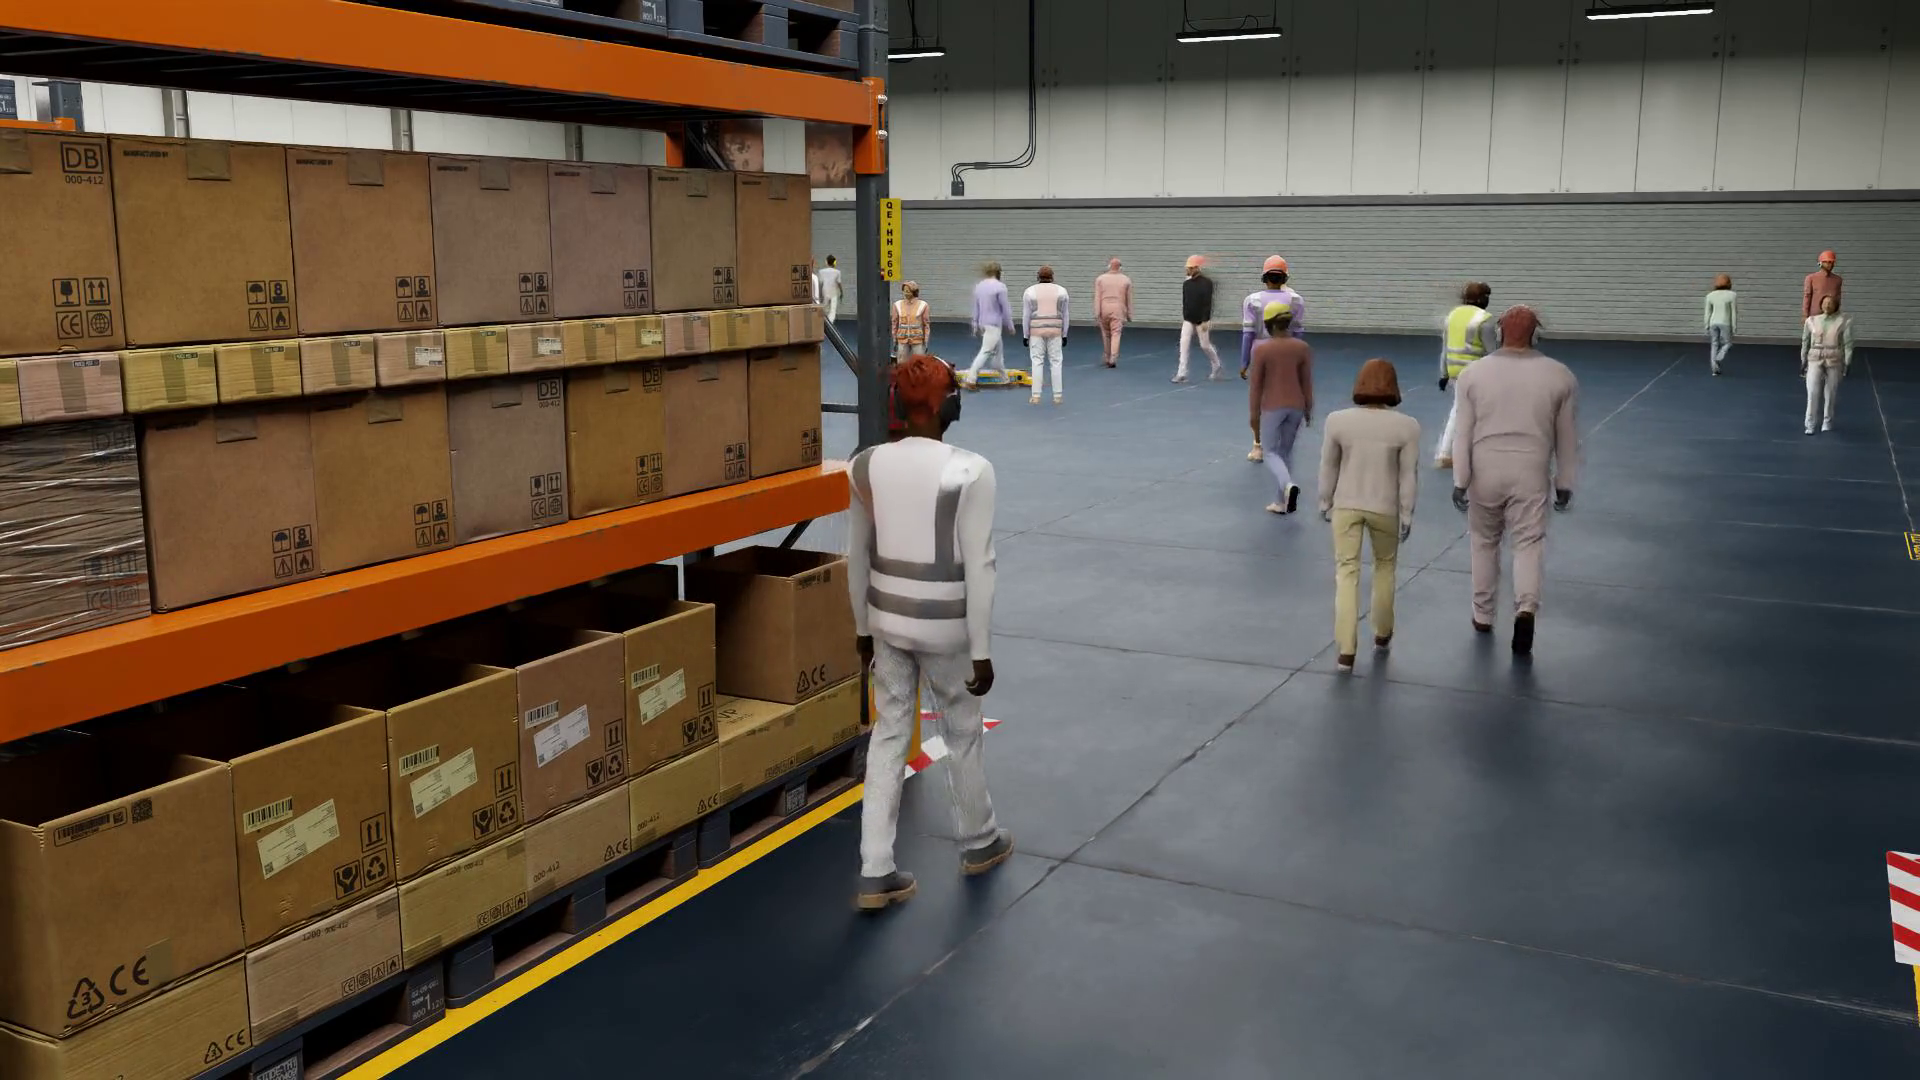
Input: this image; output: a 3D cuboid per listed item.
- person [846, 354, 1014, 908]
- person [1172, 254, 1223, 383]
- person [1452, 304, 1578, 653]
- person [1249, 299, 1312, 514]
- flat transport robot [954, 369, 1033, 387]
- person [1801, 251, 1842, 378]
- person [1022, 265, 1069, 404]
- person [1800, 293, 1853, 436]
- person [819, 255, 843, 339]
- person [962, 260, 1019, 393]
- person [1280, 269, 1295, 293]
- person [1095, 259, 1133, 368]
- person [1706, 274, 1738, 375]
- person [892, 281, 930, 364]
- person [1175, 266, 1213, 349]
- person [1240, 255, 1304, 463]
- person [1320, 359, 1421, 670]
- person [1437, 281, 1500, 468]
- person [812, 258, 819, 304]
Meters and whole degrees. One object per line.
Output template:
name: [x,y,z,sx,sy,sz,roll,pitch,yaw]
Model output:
person: [-0.111,0.297,5.650,0.600,1.853,0.814,6,12,28]
person: [3.657,-3.388,25.454,0.949,1.967,0.609,-10,14,-44]
person: [3.025,-0.344,9.099,0.655,1.877,0.889,3,11,14]
person: [2.585,-1.036,13.219,0.546,1.735,0.665,-3,11,-16]
flat transport robot: [0.376,-2.416,24.746,1.431,0.197,0.652,-4,11,-20]
person: [13.601,-3.556,26.256,0.612,1.997,0.375,-1,10,-5]
person: [1.134,-2.736,22.208,0.624,1.844,0.430,-1,10,-5]
person: [9.815,-1.997,18.852,0.529,1.595,0.847,7,12,33]
person: [-2.812,-5.266,36.074,0.536,1.834,0.911,3,11,18]
person: [0.421,-3.060,23.870,1.035,1.895,0.630,-6,12,-31]
person: [4.898,-3.297,25.472,0.310,1.769,0.525,-8,13,-36]
person: [2.627,-3.876,28.463,0.649,1.848,1.064,2,11,10]
person: [12.179,-3.442,26.624,0.372,1.619,0.529,-8,13,-39]
person: [-0.649,-2.621,22.135,0.515,1.638,0.315,2,11,13]
person: [4.685,-4.698,33.034,0.866,1.803,0.604,-4,11,-21]
person: [3.081,-1.784,16.468,0.616,2.041,0.383,0,10,-2]
person: [2.155,-0.152,8.782,0.515,1.597,0.825,3,11,18]
person: [5.032,-1.602,16.158,0.980,1.787,0.655,-4,11,-19]
person: [-2.548,-3.832,28.068,0.344,1.882,0.581,1,10,7]
